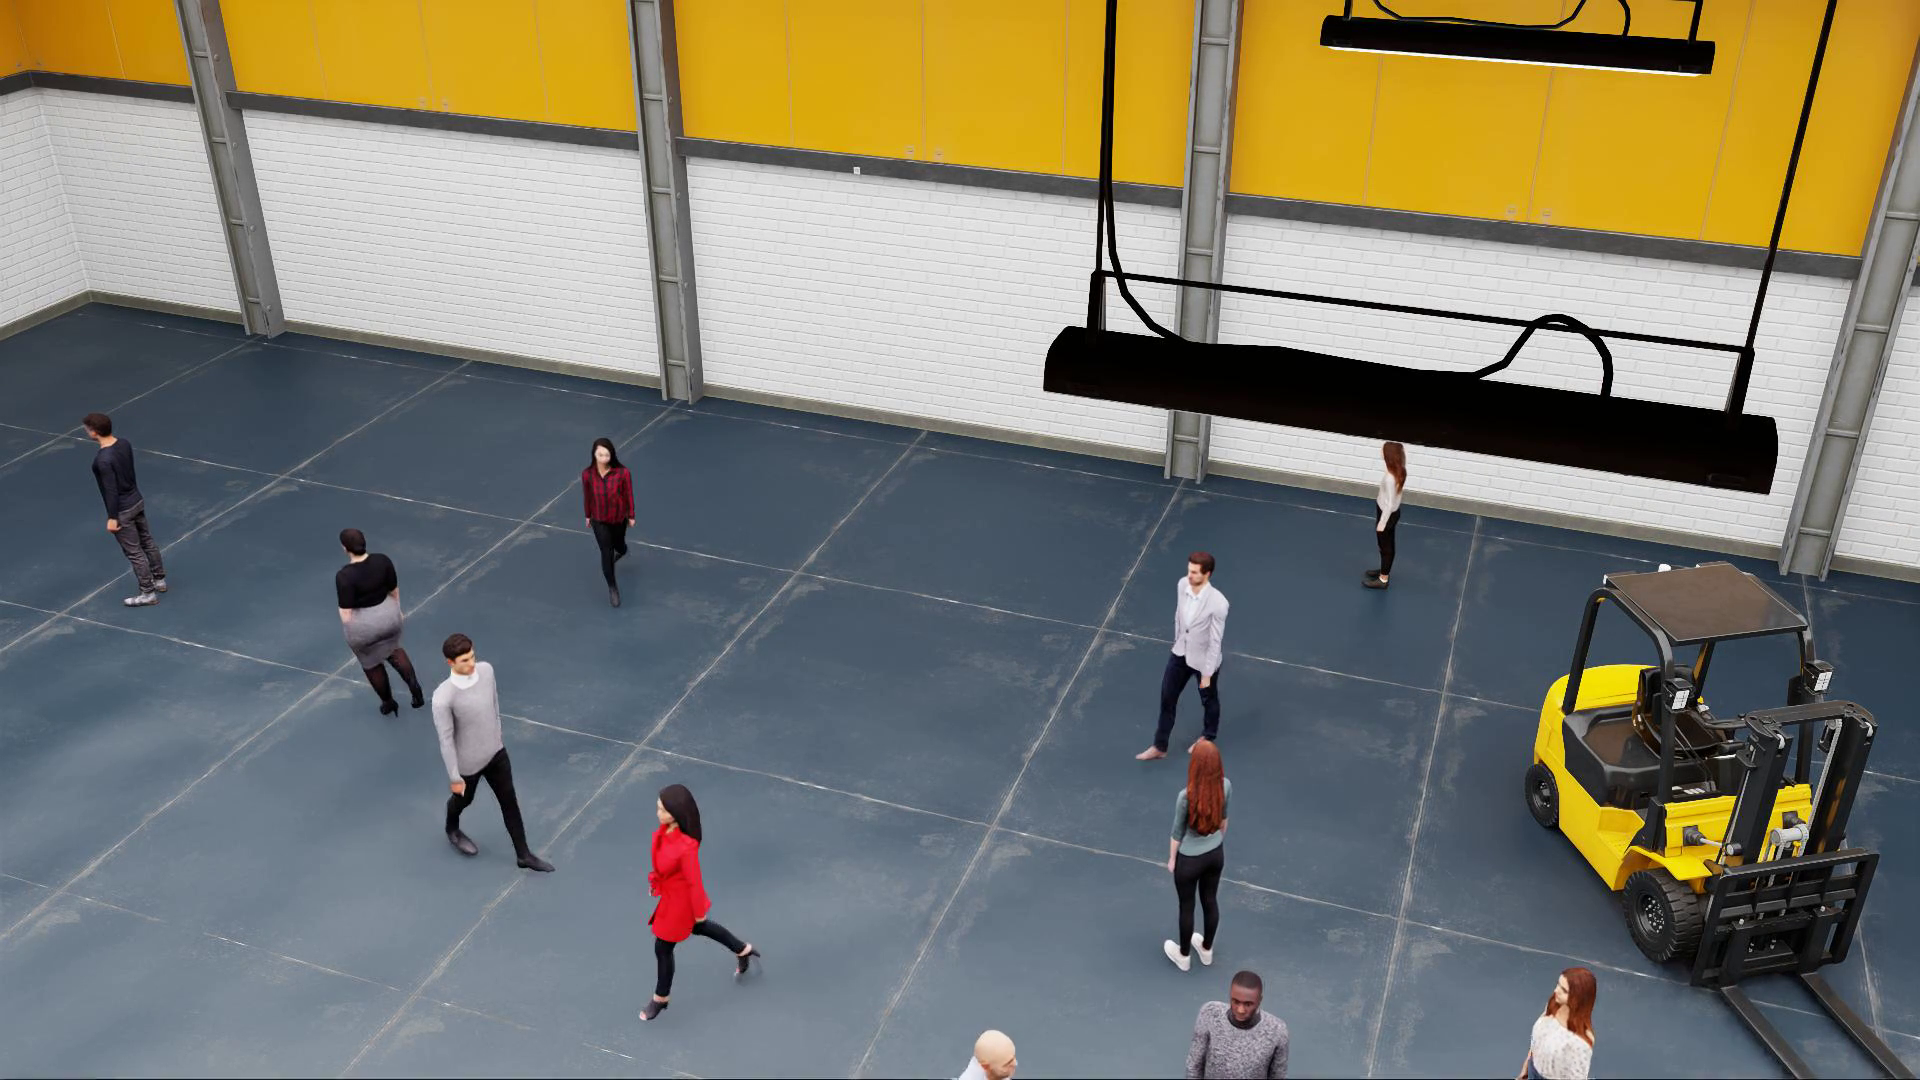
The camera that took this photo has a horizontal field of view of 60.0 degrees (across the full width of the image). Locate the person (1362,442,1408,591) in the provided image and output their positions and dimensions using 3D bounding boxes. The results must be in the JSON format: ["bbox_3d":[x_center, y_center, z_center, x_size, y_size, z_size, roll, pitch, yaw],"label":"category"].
[{"bbox_3d":[3.950,-0.238,15.294,0.508,1.483,0.555,13,31,22],"label":"person"}]

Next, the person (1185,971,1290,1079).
[{"bbox_3d":[1.471,3.029,8.933,0.523,1.839,0.769,6,29,11],"label":"person"}]

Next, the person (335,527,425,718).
[{"bbox_3d":[-4.623,0.716,13.273,0.913,1.743,0.787,21,35,33],"label":"person"}]

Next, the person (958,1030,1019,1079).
[{"bbox_3d":[0.024,3.222,8.674,1.167,1.749,0.790,16,32,27],"label":"person"}]

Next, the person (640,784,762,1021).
[{"bbox_3d":[-1.679,2.242,10.511,1.122,1.709,1.067,-13,31,-22],"label":"person"}]

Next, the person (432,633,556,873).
[{"bbox_3d":[-3.476,1.485,11.716,1.309,1.884,0.949,17,33,28],"label":"person"}]

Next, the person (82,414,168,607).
[{"bbox_3d":[-7.511,-0.290,14.988,0.653,1.868,0.696,2,29,3],"label":"person"}]

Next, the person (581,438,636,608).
[{"bbox_3d":[-3.196,-0.235,15.148,1.020,1.617,0.967,-3,29,-5],"label":"person"}]

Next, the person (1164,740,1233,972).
[{"bbox_3d":[1.553,2.060,10.812,0.648,1.741,0.706,-13,31,-23],"label":"person"}]

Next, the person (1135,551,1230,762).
[{"bbox_3d":[1.908,0.878,12.893,1.053,1.824,1.061,-22,36,-35],"label":"person"}]

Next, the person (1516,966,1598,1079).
[{"bbox_3d":[3.326,3.017,9.115,1.220,1.685,0.871,-1,29,-1],"label":"person"}]
